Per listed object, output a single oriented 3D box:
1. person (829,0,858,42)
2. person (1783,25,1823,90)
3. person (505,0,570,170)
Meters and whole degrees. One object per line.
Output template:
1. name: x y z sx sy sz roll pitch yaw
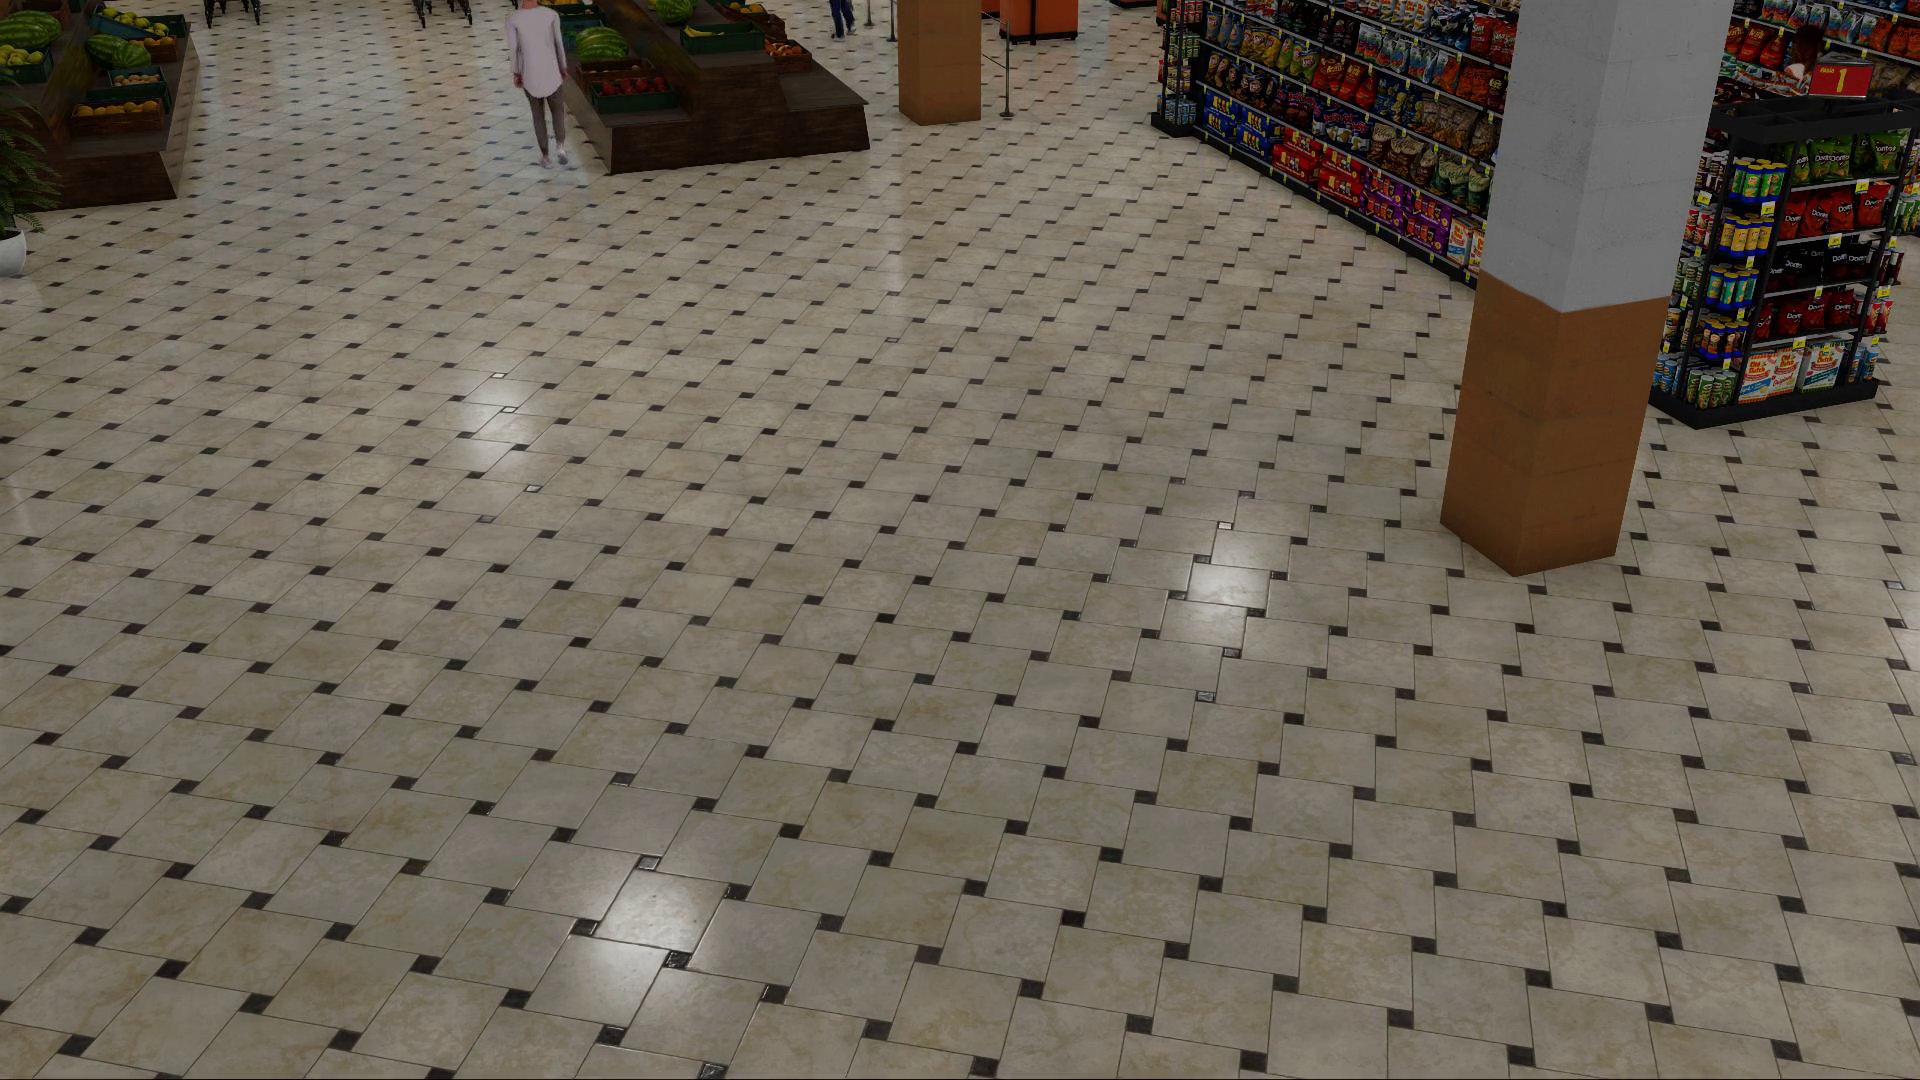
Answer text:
1. person: -1.511 -7.039 20.878 0.644 1.540 0.708 -19 34 -31
2. person: 6.976 -3.402 13.967 0.651 1.780 0.615 -14 32 -25
3. person: -3.955 -4.405 15.748 0.676 1.833 0.795 -10 30 -18
